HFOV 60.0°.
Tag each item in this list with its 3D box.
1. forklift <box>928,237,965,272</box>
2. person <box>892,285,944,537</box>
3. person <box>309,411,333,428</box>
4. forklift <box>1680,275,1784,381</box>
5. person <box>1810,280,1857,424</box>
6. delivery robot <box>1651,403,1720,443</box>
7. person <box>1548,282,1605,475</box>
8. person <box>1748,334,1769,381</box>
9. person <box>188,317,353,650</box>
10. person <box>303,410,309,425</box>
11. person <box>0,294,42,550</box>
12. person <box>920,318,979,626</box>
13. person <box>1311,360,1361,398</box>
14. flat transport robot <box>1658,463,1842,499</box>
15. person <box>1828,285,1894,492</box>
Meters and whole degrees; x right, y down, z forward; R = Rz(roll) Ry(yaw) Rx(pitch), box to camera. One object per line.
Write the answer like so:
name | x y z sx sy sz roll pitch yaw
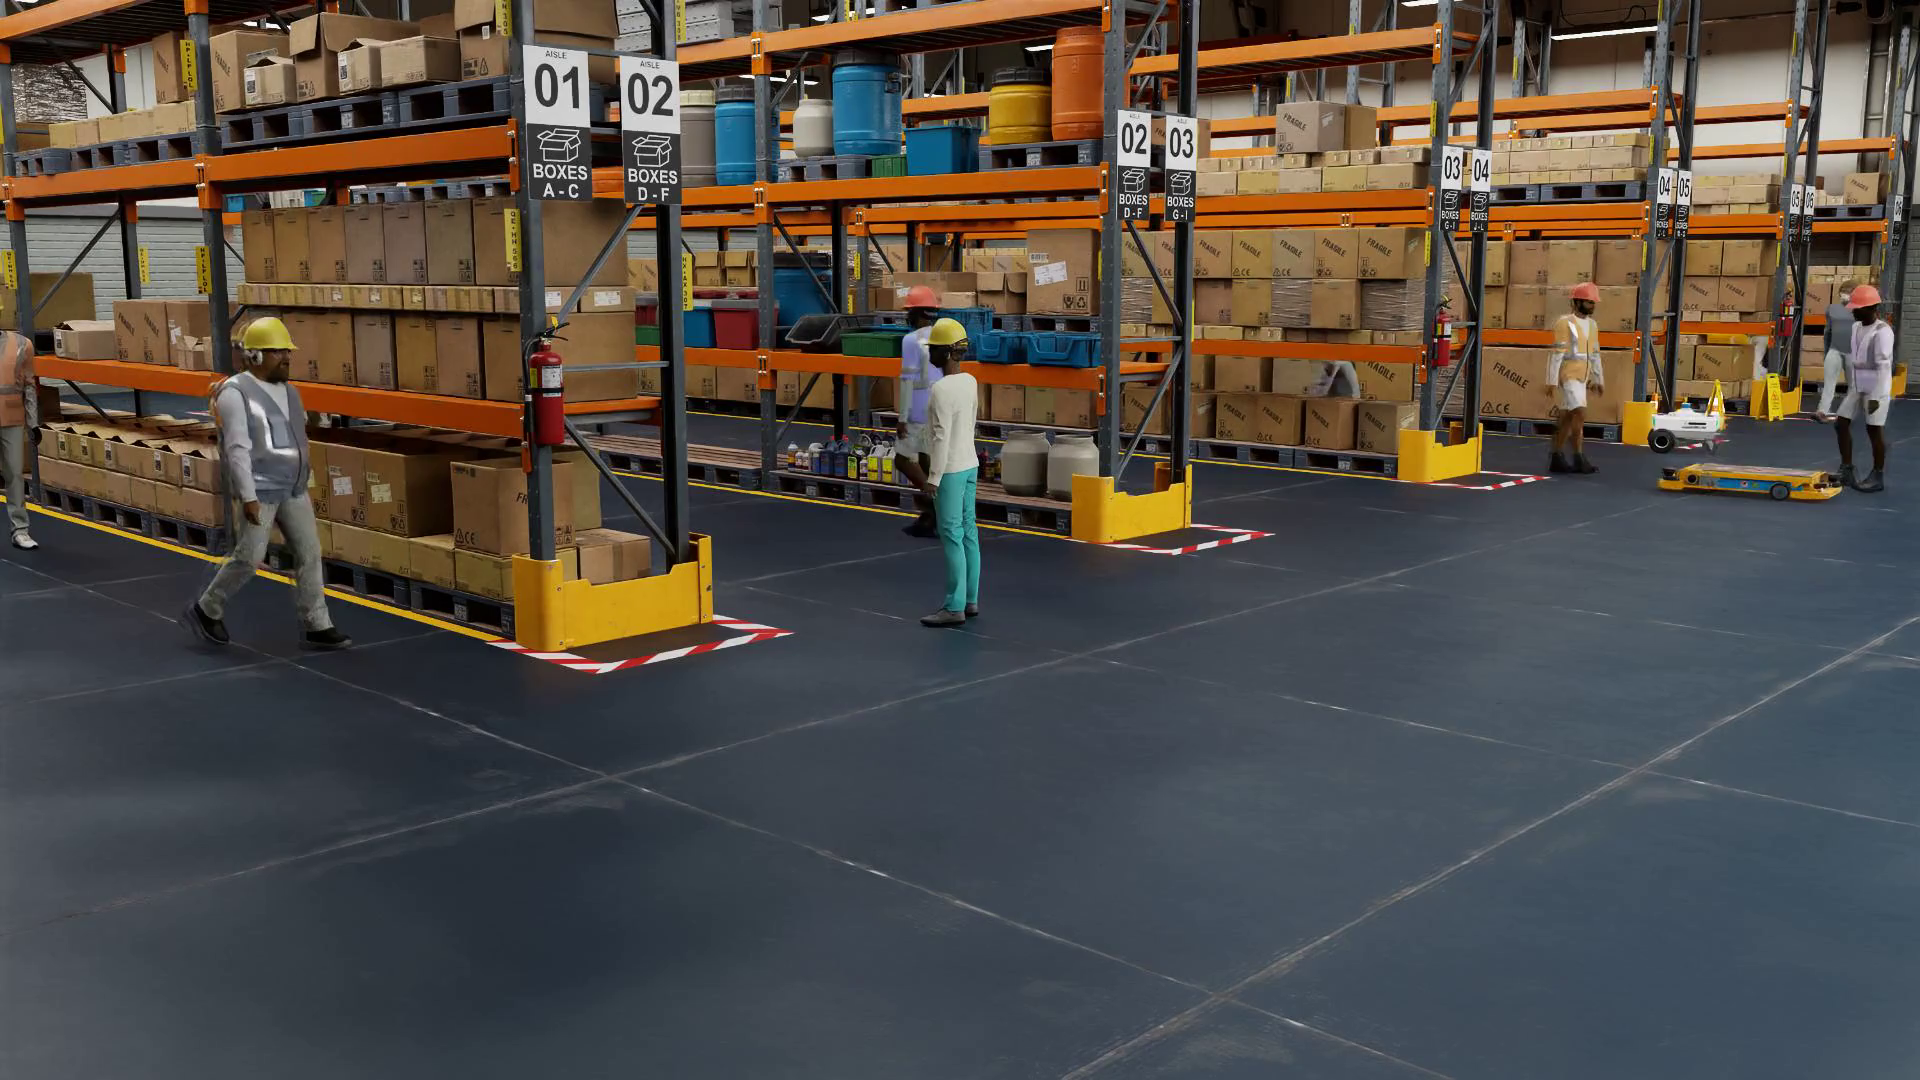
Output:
forklift | -0.326 -5.817 39.609 1.129 2.768 1.873 9 13 43
person | -0.267 -0.971 12.695 0.476 1.922 0.574 6 11 35
person | -6.004 -1.388 15.604 0.524 1.819 0.959 0 9 0
forklift | 12.480 -3.427 27.053 1.214 2.155 2.313 9 13 43
person | 11.627 -2.456 21.905 1.011 1.884 0.652 -7 12 -38
delivery robot | 8.168 -1.300 18.738 0.707 0.478 0.477 3 10 21
person | 6.229 -1.598 16.560 0.585 1.908 0.780 -6 11 -35
person | 12.358 -3.040 25.553 0.757 1.866 0.585 -1 9 -4
person | -3.763 -0.297 8.946 0.841 1.802 0.590 3 10 18
person | -6.556 -1.393 16.149 0.514 1.640 0.310 -8 12 -41
person | -7.007 -0.876 12.094 0.586 1.928 0.380 -8 12 -41
person | -0.062 -0.393 9.630 0.315 1.770 0.524 4 10 22
person | 4.767 -2.232 20.650 1.063 1.850 0.625 5 11 30
flat transport robot | 7.267 -0.551 15.300 1.431 0.197 0.652 7 12 36
person | 8.288 -1.376 15.250 0.698 1.894 0.573 -1 9 -5
